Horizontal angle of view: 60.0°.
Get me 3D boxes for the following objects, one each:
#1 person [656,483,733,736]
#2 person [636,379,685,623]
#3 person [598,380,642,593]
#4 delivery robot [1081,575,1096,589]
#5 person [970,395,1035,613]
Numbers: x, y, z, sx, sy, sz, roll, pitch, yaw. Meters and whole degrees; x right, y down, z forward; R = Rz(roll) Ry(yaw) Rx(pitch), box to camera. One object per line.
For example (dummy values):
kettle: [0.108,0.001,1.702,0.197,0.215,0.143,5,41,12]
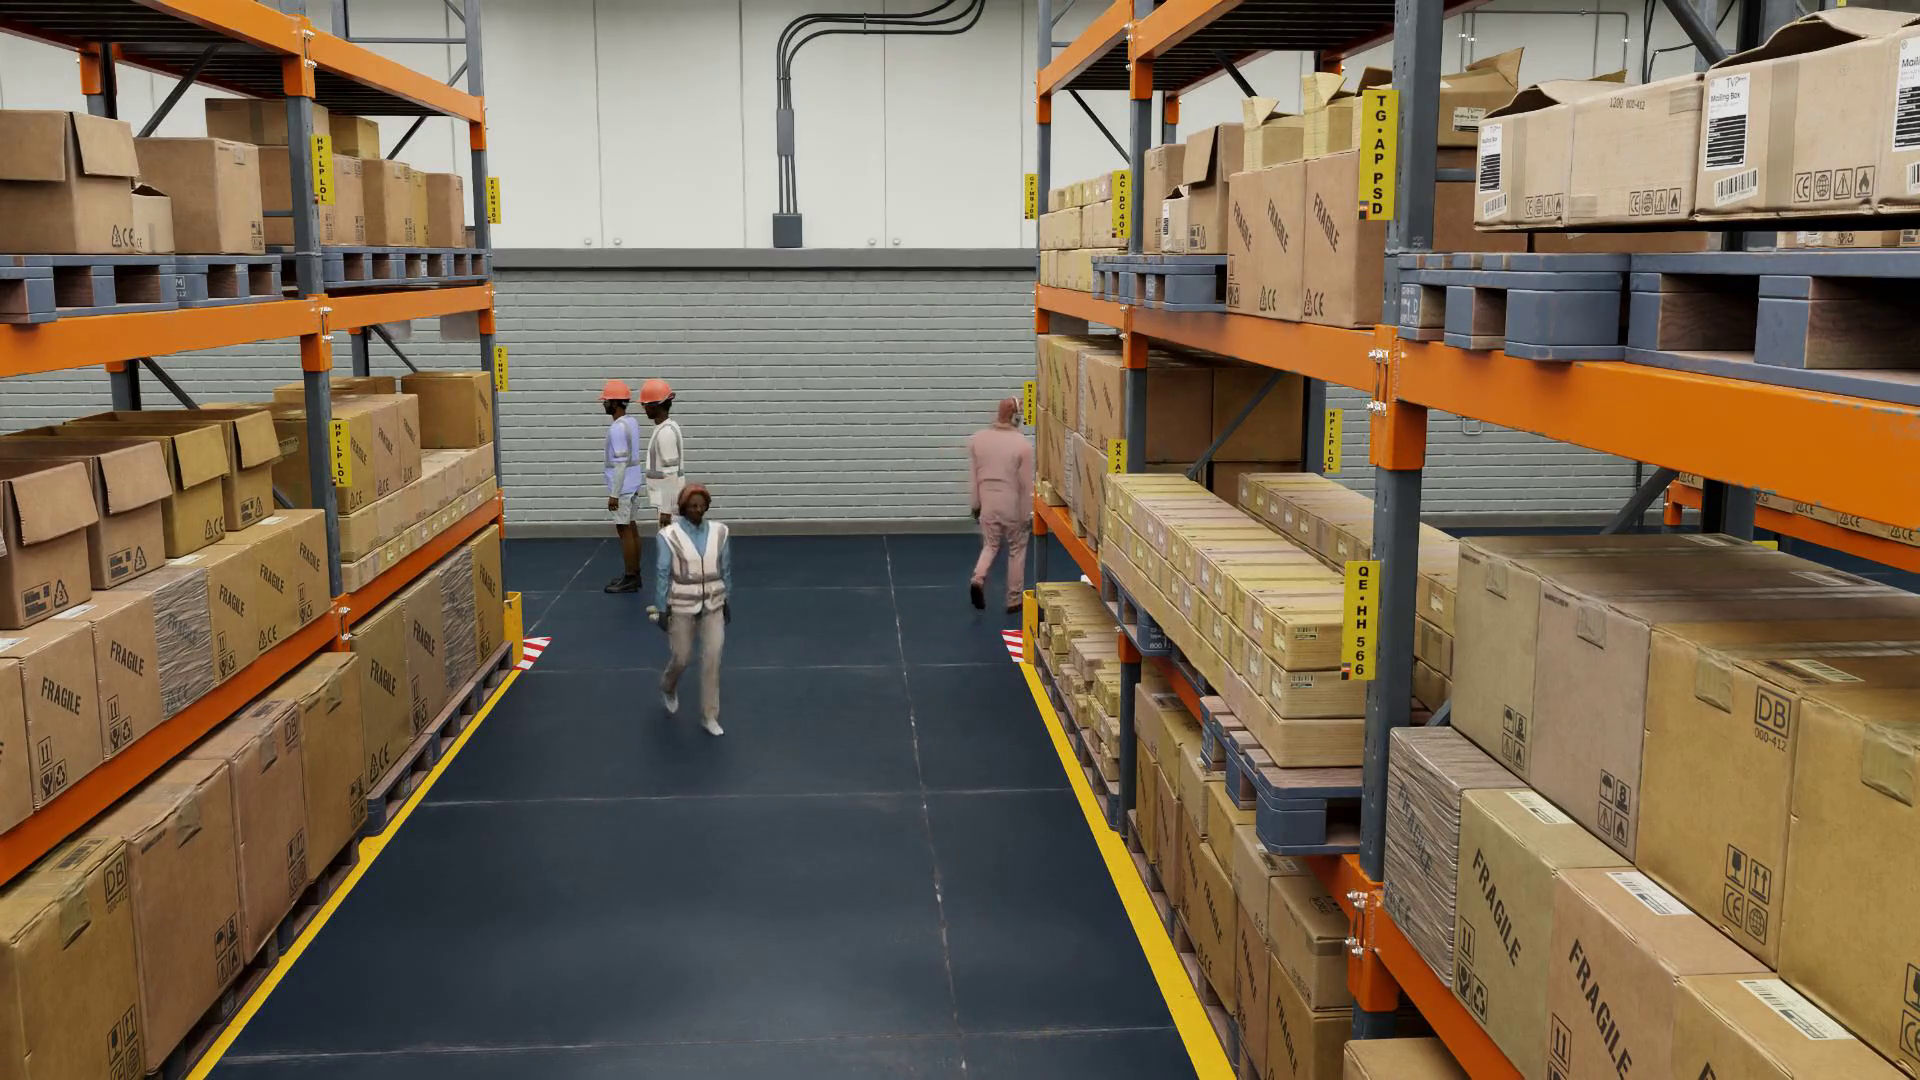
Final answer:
person: [-1.722,0.424,10.695,0.519,1.619,0.585,-6,11,-30]
person: [-2.477,-0.324,13.863,0.395,2.039,0.606,-2,10,-10]
person: [-3.080,-0.482,15.085,0.361,1.939,0.543,1,10,3]
delivery robot: [1.336,0.413,13.602,0.707,0.478,0.477,8,13,41]
person: [0.374,-0.283,14.079,0.674,1.883,0.609,6,12,34]
